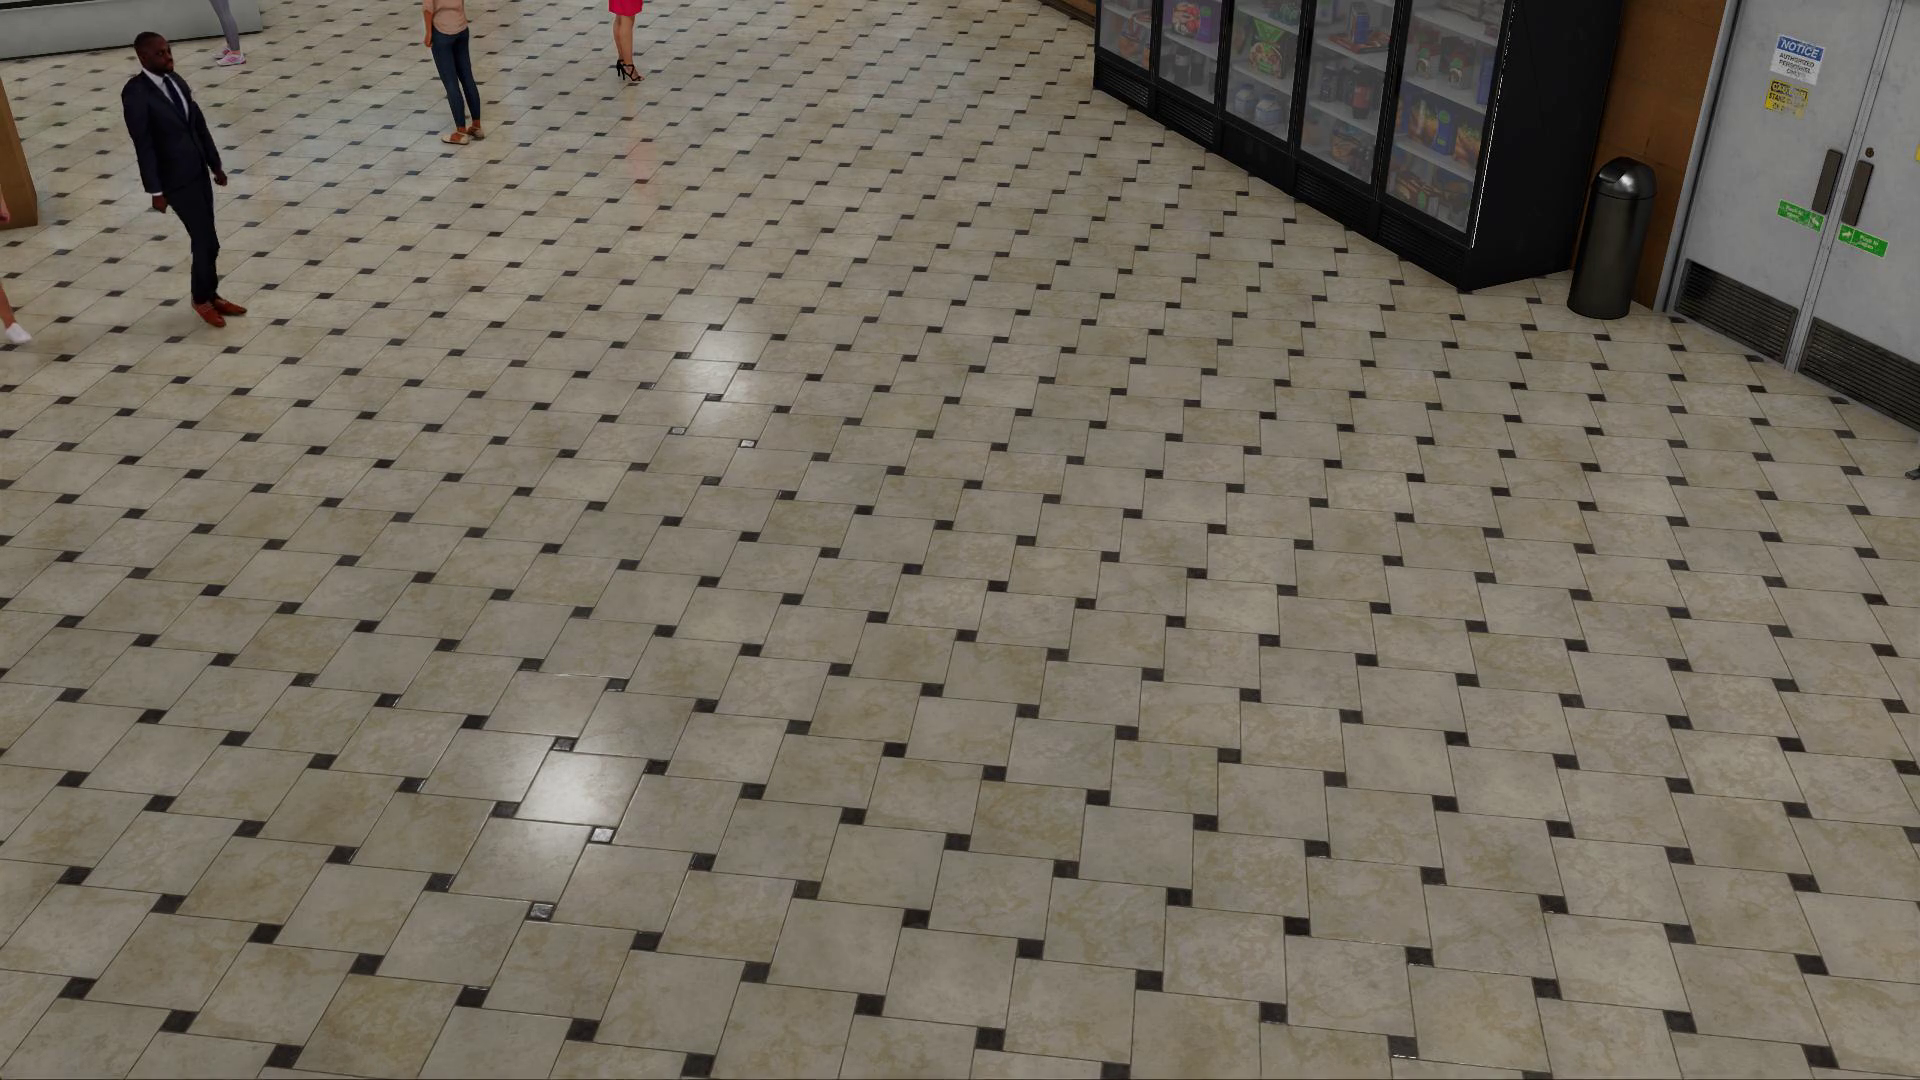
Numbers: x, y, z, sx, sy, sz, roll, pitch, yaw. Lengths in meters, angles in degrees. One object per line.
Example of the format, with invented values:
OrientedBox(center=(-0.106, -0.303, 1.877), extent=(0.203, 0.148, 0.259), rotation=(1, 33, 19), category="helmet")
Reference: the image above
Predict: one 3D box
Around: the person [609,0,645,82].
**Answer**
OrientedBox(center=(-2.998, -4.972, 14.748), extent=(0.534, 1.728, 0.569), rotation=(-13, 34, -19), category="person")

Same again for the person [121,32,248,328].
OrientedBox(center=(-4.853, -2.220, 10.245), extent=(0.834, 1.814, 0.812), rotation=(4, 32, 7), category="person")

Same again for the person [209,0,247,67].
OrientedBox(center=(-6.835, -5.185, 15.204), extent=(0.551, 1.609, 0.556), rotation=(-15, 35, -22), category="person")

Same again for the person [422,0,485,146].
OrientedBox(center=(-4.062, -4.053, 13.211), extent=(0.728, 1.792, 0.638), rotation=(17, 36, 25), category="person")
